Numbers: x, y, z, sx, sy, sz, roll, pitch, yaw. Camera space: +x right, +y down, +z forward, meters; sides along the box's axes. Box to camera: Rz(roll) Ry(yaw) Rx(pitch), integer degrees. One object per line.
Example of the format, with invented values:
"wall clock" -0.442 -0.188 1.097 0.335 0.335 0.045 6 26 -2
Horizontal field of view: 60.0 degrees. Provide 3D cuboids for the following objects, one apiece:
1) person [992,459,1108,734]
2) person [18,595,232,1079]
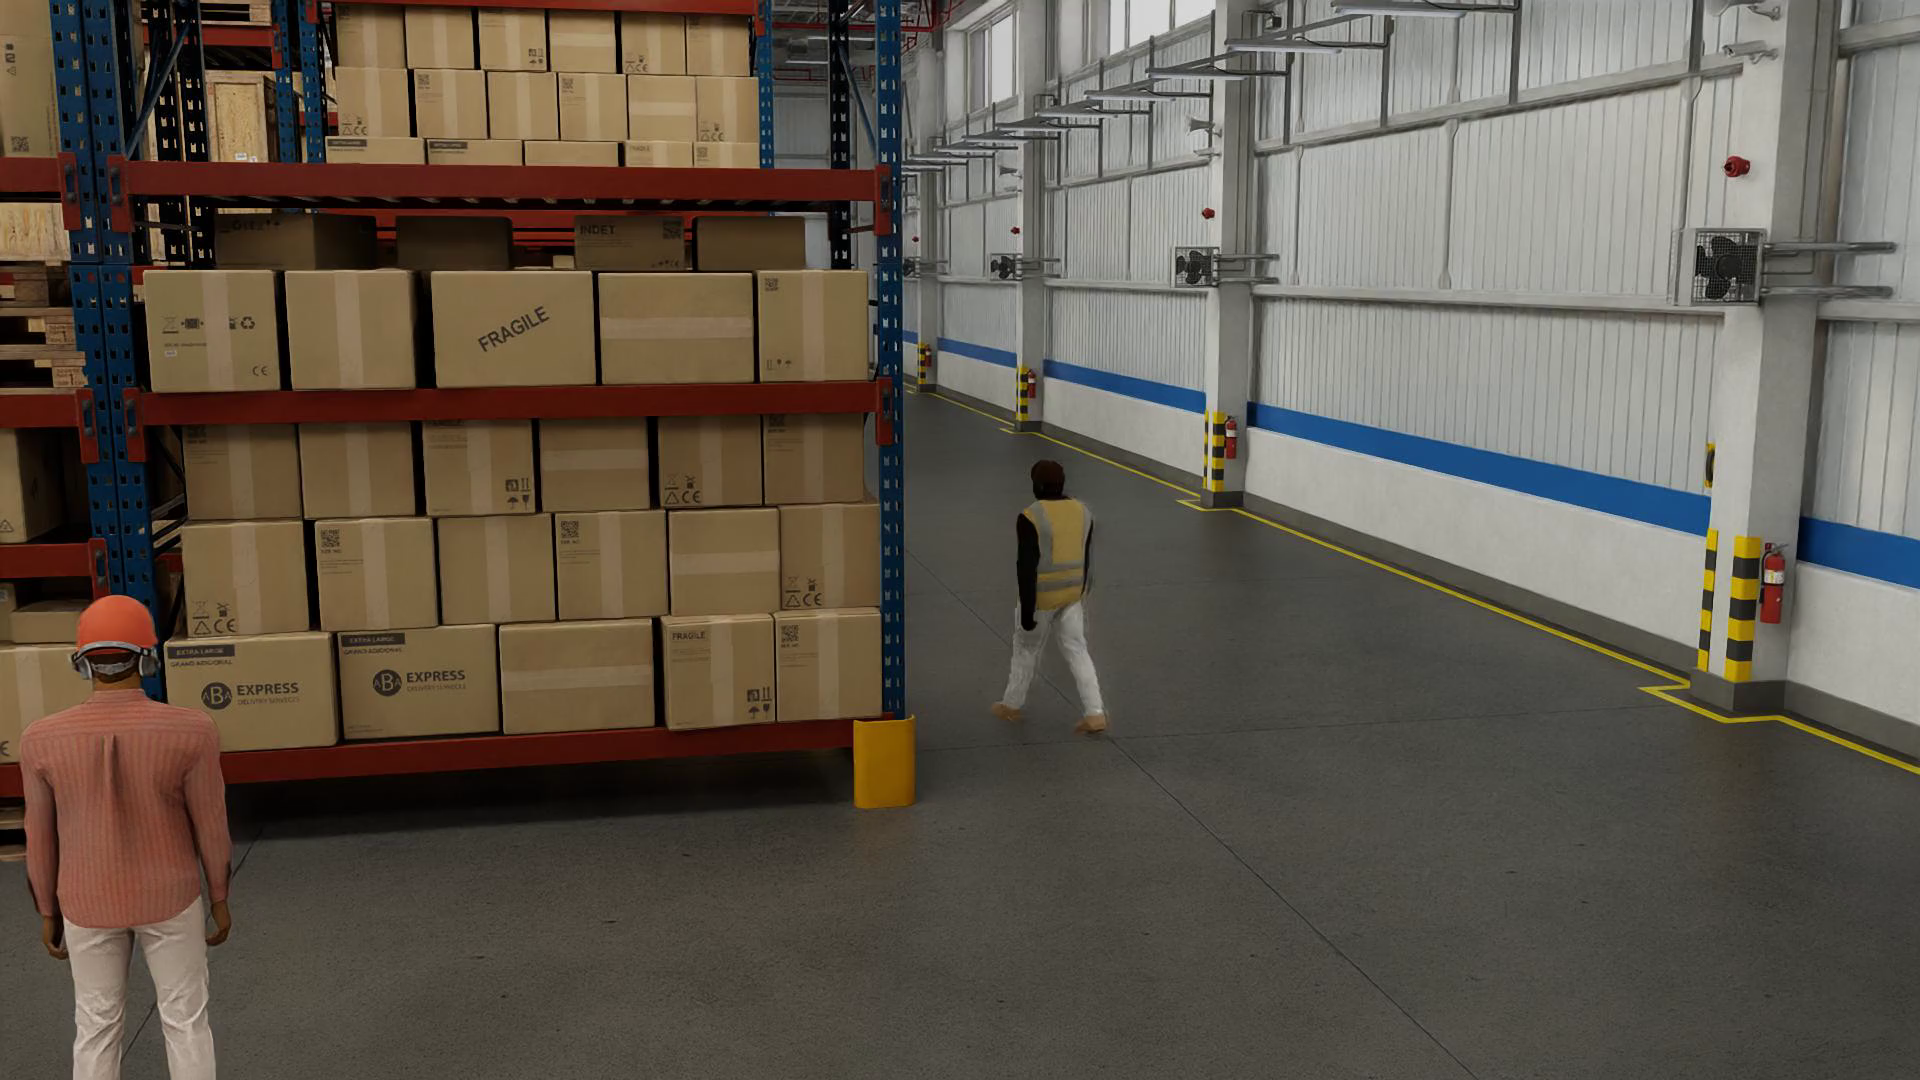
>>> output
"person" 0.616 0.366 10.888 0.647 1.798 0.964 -7 12 -37
"person" -2.700 1.163 5.447 0.611 1.985 0.416 -2 10 -14
